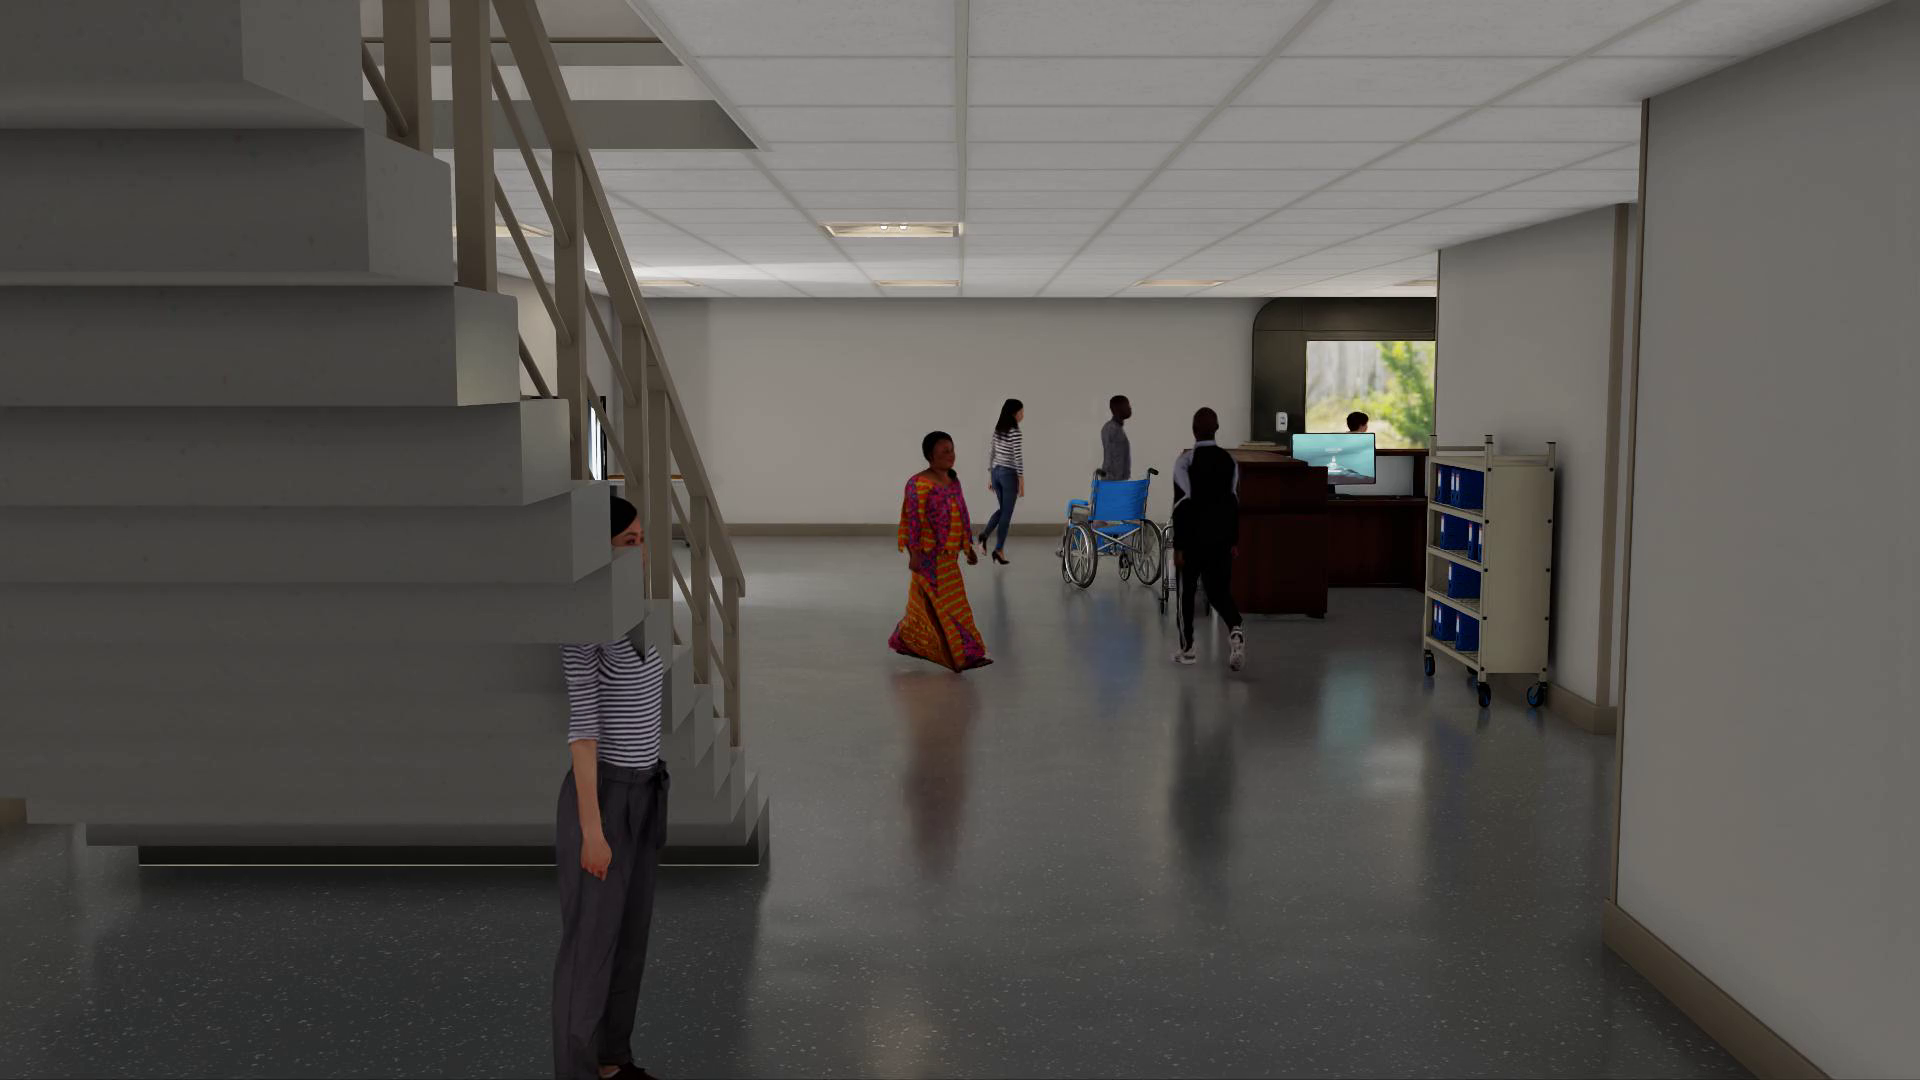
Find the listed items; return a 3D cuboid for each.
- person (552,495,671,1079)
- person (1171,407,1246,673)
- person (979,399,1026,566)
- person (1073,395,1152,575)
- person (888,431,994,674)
[{"bbox_3d":[-0.970,0.736,4.537,0.694,1.733,0.513,1,6,10],"label":"person"},{"bbox_3d":[1.713,0.010,11.411,0.862,1.802,1.153,-2,6,-16],"label":"person"},{"bbox_3d":[0.421,-0.576,17.437,0.885,1.761,0.829,-5,8,-43],"label":"person"},{"bbox_3d":[1.461,-0.532,16.763,0.961,1.809,1.177,-2,6,-17],"label":"person"},{"bbox_3d":[-0.201,0.060,11.543,1.120,1.675,1.185,4,7,33],"label":"person"}]
